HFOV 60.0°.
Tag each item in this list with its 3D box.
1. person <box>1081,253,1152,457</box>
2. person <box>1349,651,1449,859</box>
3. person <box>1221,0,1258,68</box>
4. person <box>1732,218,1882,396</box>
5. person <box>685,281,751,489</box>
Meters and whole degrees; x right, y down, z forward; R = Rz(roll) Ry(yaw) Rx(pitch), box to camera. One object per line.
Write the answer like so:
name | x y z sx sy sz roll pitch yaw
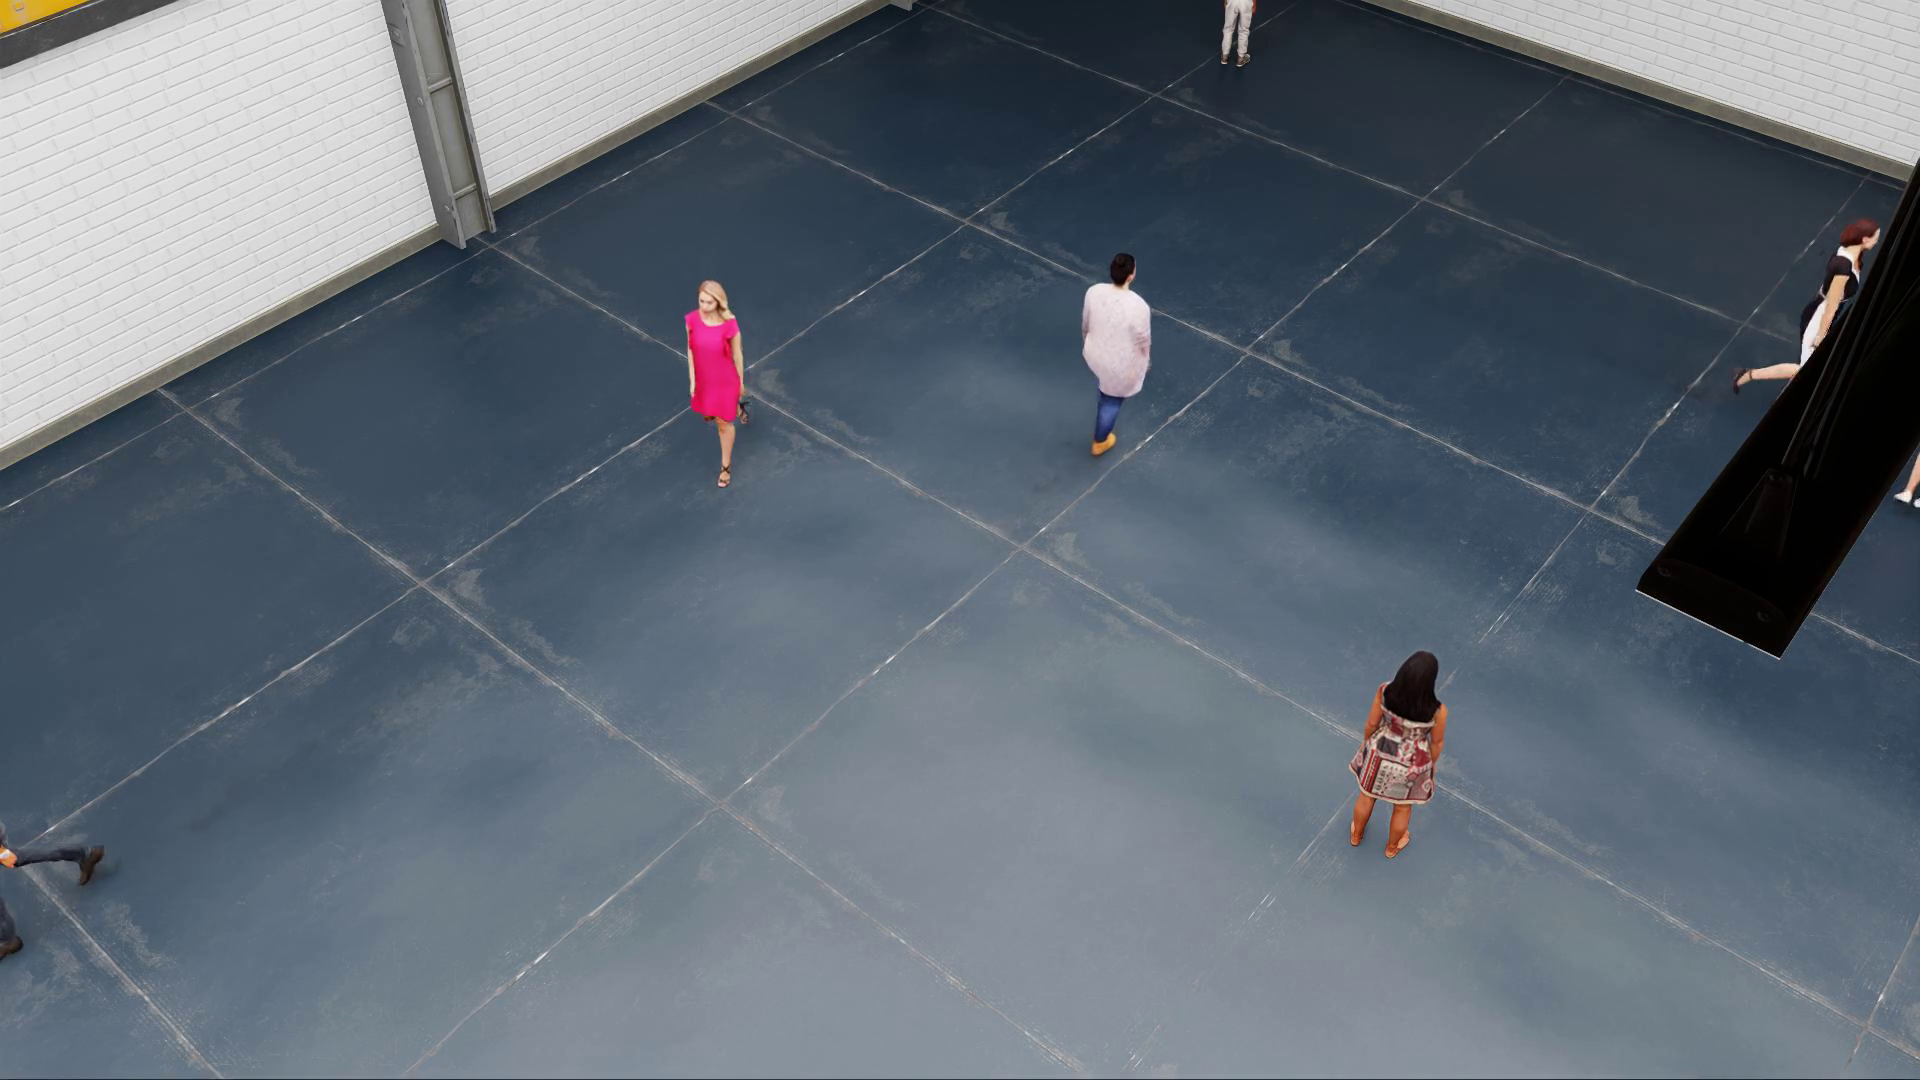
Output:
person | 1.072 -1.318 12.132 0.668 1.728 0.638 30 51 28
person | 2.505 1.228 9.519 0.697 1.645 0.611 19 47 19
person | 2.819 -5.413 16.732 0.538 1.311 0.554 15 46 15
person | 6.307 -1.612 12.405 0.801 1.776 0.862 22 48 21
person | -1.724 -1.202 12.022 0.770 1.710 0.969 13 45 13
